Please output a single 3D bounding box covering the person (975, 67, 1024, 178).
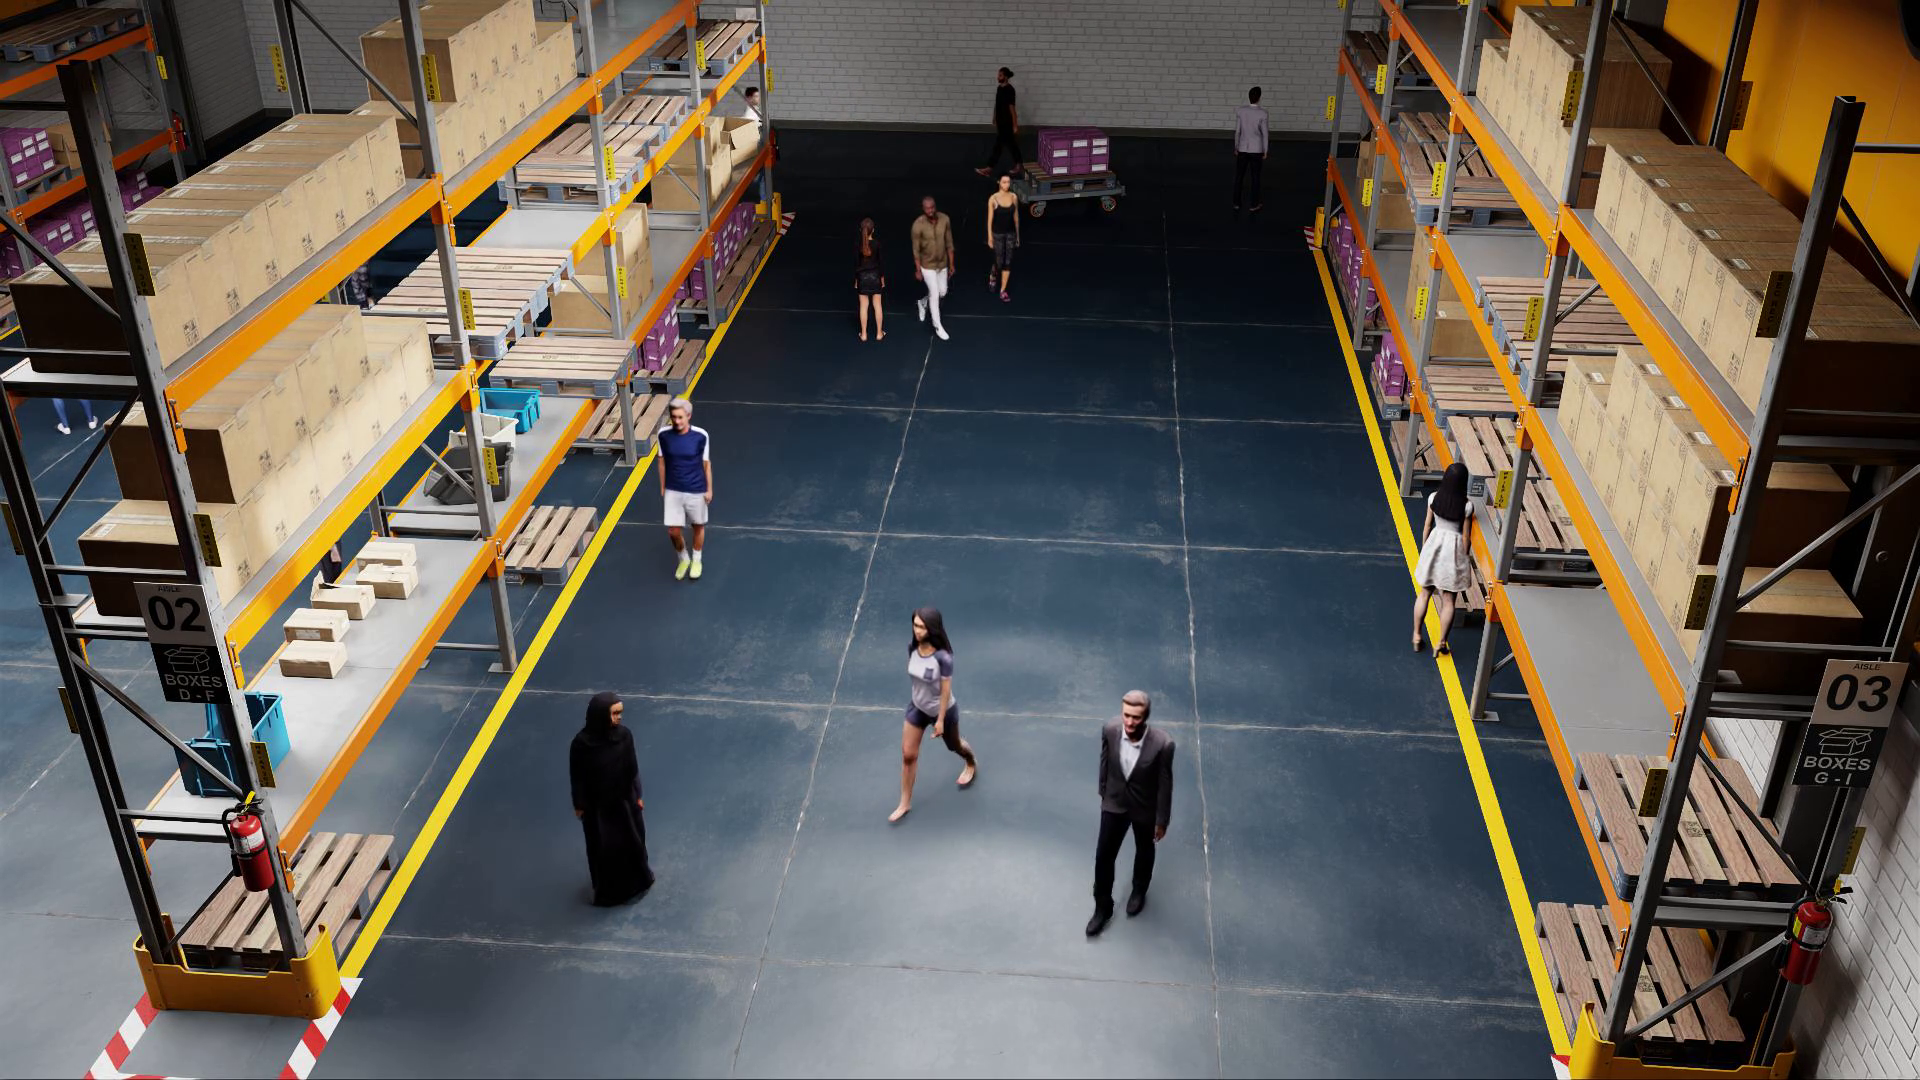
[{"bbox_3d":[0.800,-6.682,26.690,1.056,1.712,1.179,-11,30,-19],"label":"person"}]

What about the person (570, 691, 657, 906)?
[{"bbox_3d":[-2.419,1.750,11.346,0.756,1.604,0.769,-4,29,-7],"label":"person"}]

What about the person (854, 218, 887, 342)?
[{"bbox_3d":[-1.119,-3.221,20.509,0.562,1.556,0.586,-2,29,-3],"label":"person"}]

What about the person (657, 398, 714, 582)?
[{"bbox_3d":[-2.497,-0.512,15.259,0.674,1.827,0.639,0,29,0],"label":"person"}]

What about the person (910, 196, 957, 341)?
[{"bbox_3d":[-0.361,-3.418,20.621,1.039,1.795,1.133,-17,33,-28],"label":"person"}]

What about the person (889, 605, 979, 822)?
[{"bbox_3d":[-0.135,1.218,12.260,1.013,1.663,1.210,21,35,33],"label":"person"}]

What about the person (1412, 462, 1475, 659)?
[{"bbox_3d":[4.100,0.165,14.080,0.777,1.768,0.804,19,34,31],"label":"person"}]

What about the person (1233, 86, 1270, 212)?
[{"bbox_3d":[4.393,-5.924,25.154,0.757,1.852,0.719,14,32,24],"label":"person"}]

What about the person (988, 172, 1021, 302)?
[{"bbox_3d":[0.537,-3.991,21.753,0.717,1.716,0.795,-11,31,-20],"label":"person"}]

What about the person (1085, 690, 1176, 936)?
[{"bbox_3d":[1.190,1.732,11.155,0.865,1.818,0.973,10,30,18],"label":"person"}]
